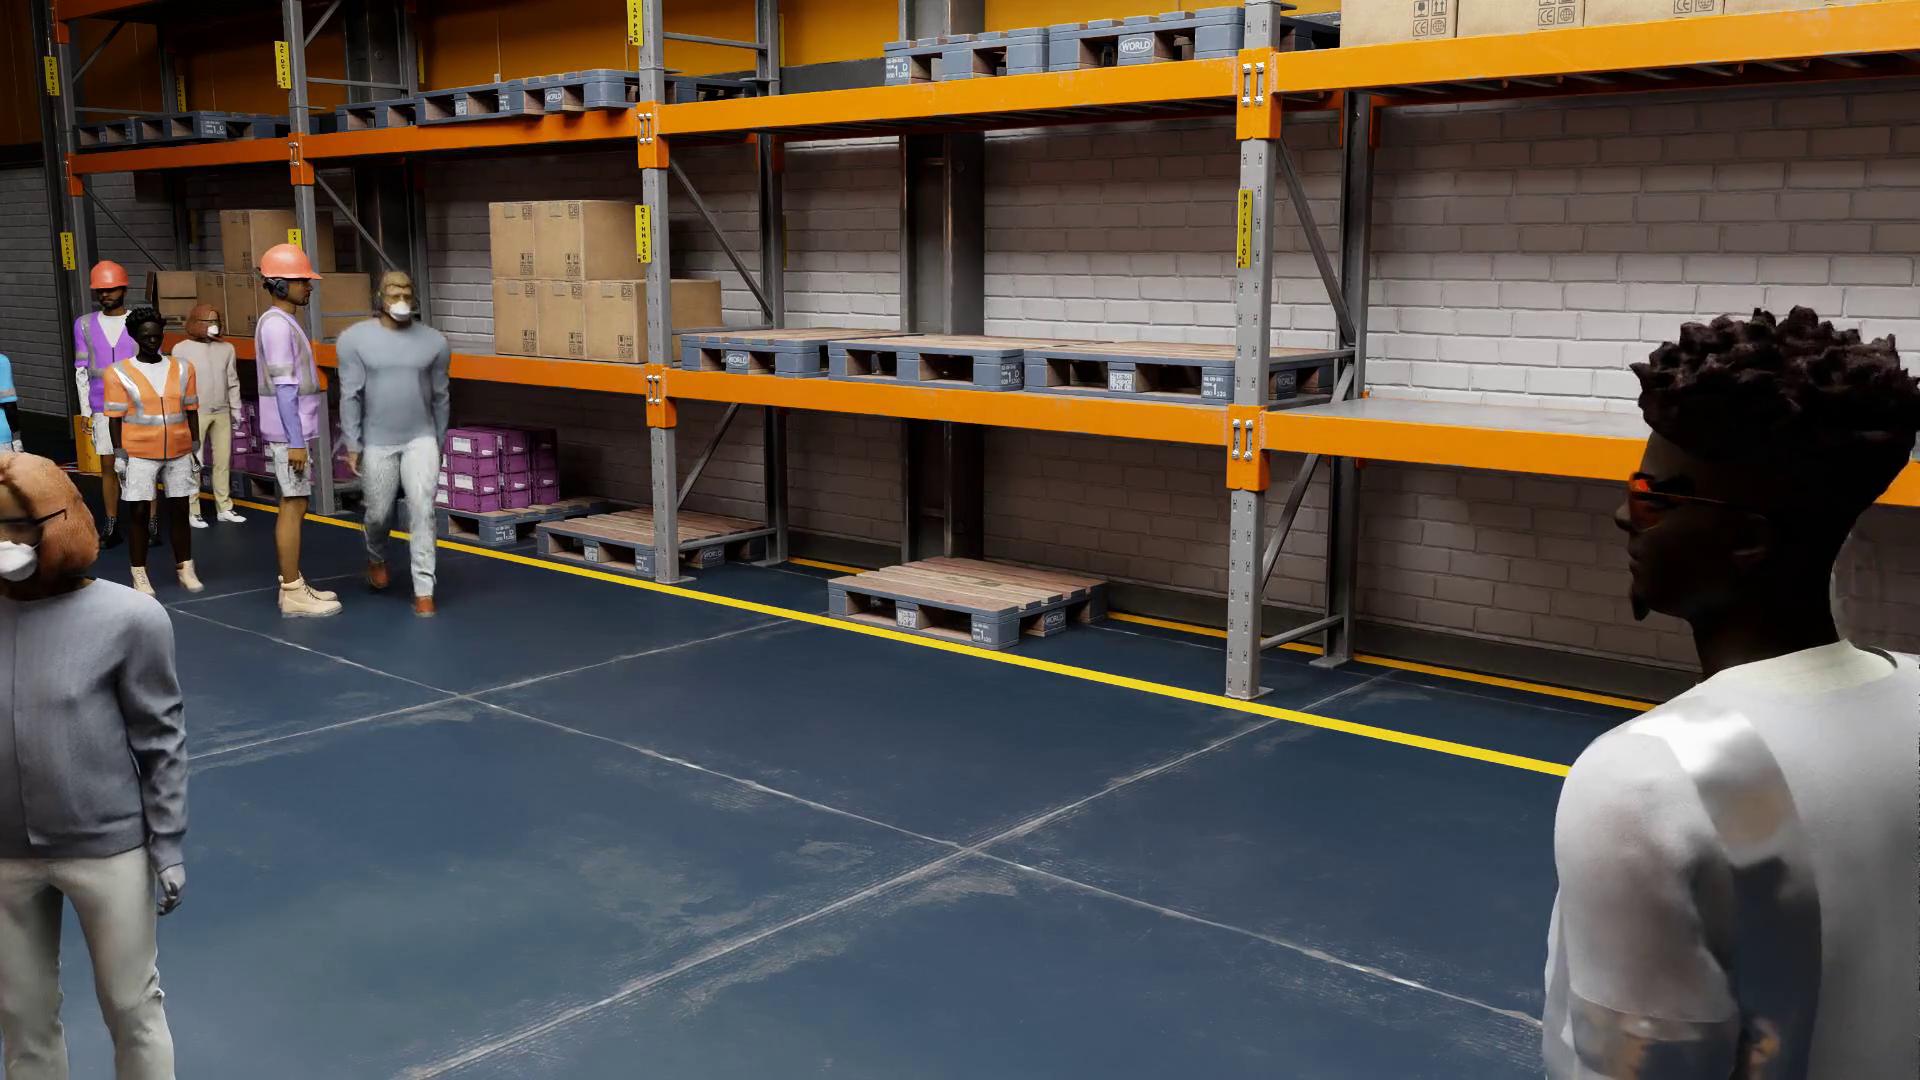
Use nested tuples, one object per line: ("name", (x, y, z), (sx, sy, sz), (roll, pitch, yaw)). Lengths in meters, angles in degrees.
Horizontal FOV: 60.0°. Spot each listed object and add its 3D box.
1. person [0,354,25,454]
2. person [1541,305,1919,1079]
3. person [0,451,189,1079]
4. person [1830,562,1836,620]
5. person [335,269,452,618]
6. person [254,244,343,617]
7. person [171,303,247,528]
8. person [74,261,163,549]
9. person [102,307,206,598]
("person", (-6.008, -0.607, 10.218), (0.519, 1.696, 0.319), (1, 10, 5))
("person", (0.793, 0.744, 1.754), (0.612, 1.966, 0.361), (-7, 12, -34))
("person", (-1.808, 0.633, 3.335), (0.507, 1.632, 0.277), (-1, 10, -5))
("person", (1.944, 0.498, 3.846), (0.832, 1.733, 0.527), (8, 13, 38))
("person", (-3.157, -0.557, 9.329), (0.625, 1.919, 0.841), (-5, 11, -26))
("person", (-3.657, -0.597, 9.173), (0.372, 2.042, 0.615), (-4, 11, -23))
("person", (-5.474, -0.904, 12.123), (0.283, 1.629, 0.503), (7, 12, 33))
("person", (-5.655, -0.903, 11.215), (0.546, 1.938, 0.360), (-3, 10, -15))
("person", (-4.666, -0.502, 9.654), (0.322, 1.690, 0.536), (9, 14, 43))
